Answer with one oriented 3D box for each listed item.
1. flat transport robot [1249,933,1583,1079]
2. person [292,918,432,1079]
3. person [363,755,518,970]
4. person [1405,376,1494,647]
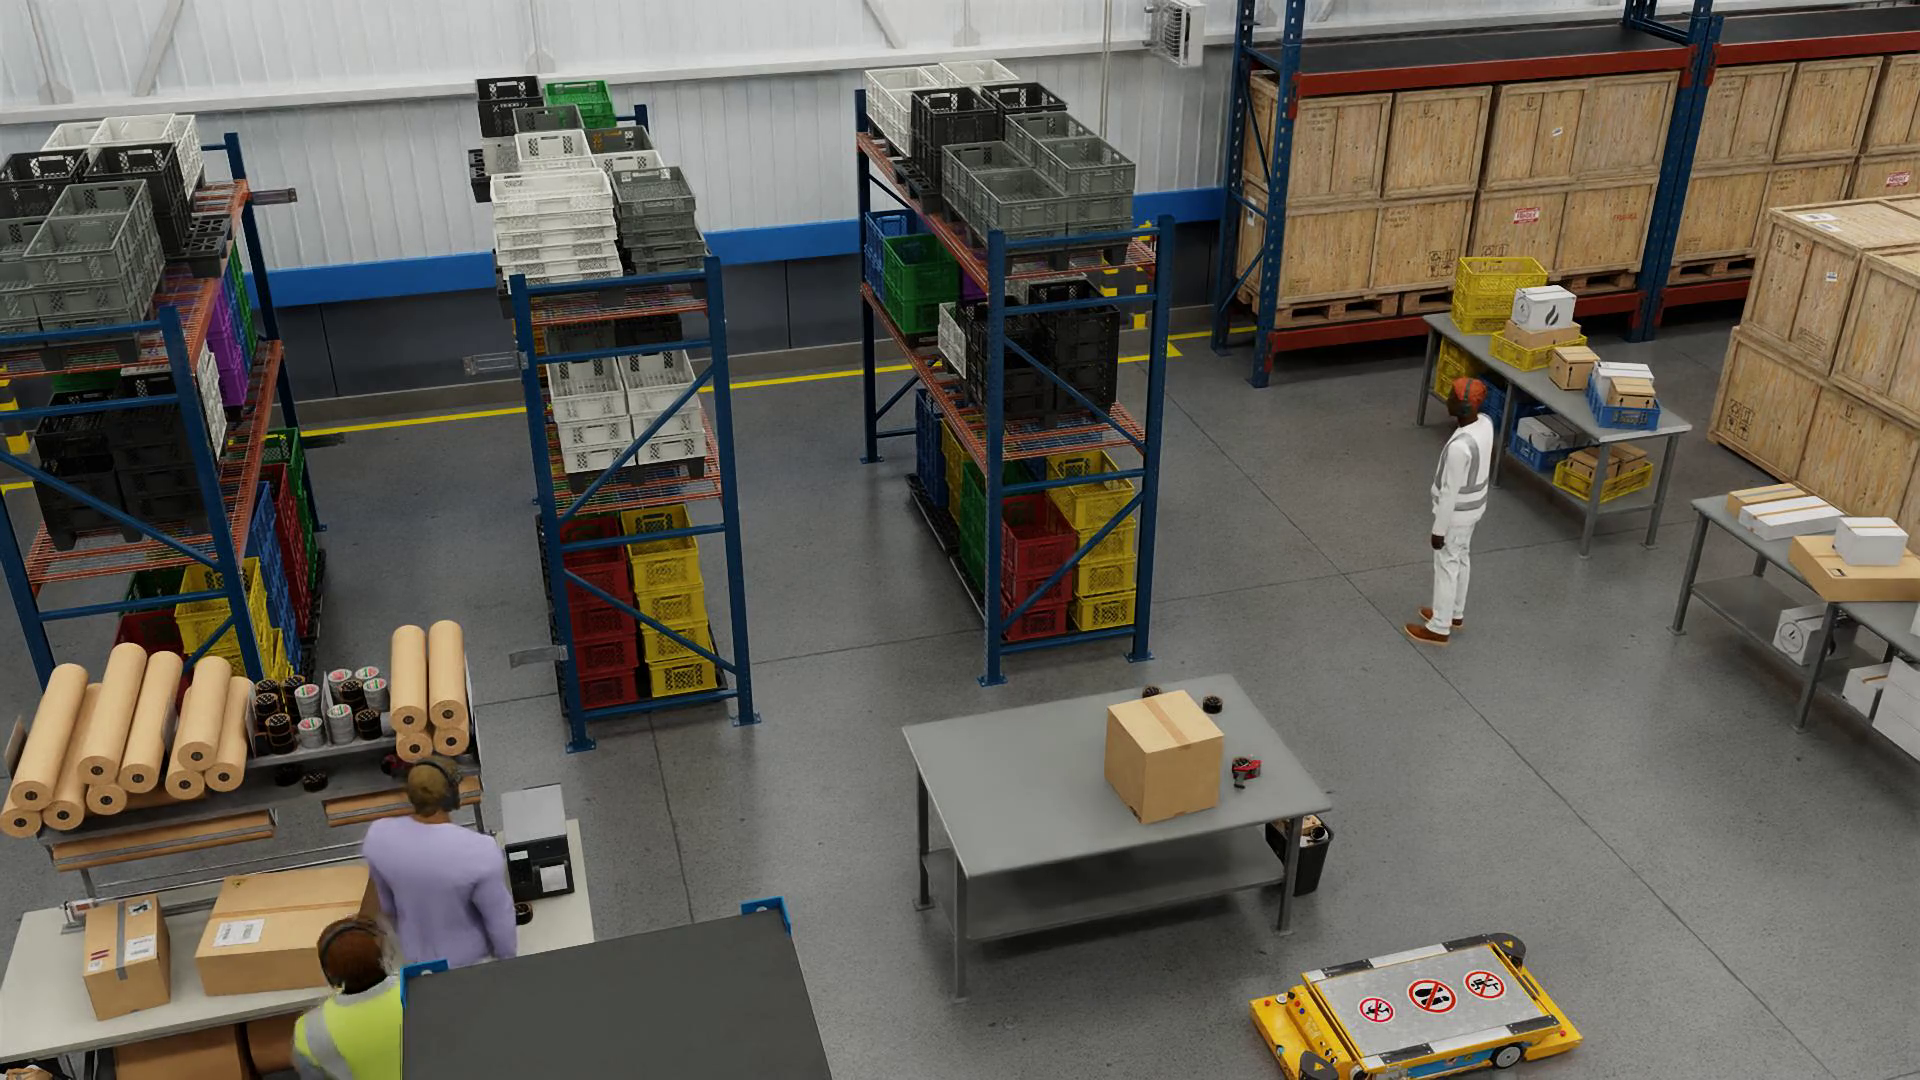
[{"bbox_3d":[2.184,2.282,7.980,1.431,0.197,0.652,-8,30,-14],"label":"flat transport robot"},{"bbox_3d":[-2.171,2.225,6.494,0.679,1.819,0.432,-12,31,-21],"label":"person"},{"bbox_3d":[-2.195,1.767,7.215,0.630,1.930,0.380,6,29,10],"label":"person"},{"bbox_3d":[3.220,-0.184,10.817,0.351,1.879,0.569,18,34,29],"label":"person"}]
